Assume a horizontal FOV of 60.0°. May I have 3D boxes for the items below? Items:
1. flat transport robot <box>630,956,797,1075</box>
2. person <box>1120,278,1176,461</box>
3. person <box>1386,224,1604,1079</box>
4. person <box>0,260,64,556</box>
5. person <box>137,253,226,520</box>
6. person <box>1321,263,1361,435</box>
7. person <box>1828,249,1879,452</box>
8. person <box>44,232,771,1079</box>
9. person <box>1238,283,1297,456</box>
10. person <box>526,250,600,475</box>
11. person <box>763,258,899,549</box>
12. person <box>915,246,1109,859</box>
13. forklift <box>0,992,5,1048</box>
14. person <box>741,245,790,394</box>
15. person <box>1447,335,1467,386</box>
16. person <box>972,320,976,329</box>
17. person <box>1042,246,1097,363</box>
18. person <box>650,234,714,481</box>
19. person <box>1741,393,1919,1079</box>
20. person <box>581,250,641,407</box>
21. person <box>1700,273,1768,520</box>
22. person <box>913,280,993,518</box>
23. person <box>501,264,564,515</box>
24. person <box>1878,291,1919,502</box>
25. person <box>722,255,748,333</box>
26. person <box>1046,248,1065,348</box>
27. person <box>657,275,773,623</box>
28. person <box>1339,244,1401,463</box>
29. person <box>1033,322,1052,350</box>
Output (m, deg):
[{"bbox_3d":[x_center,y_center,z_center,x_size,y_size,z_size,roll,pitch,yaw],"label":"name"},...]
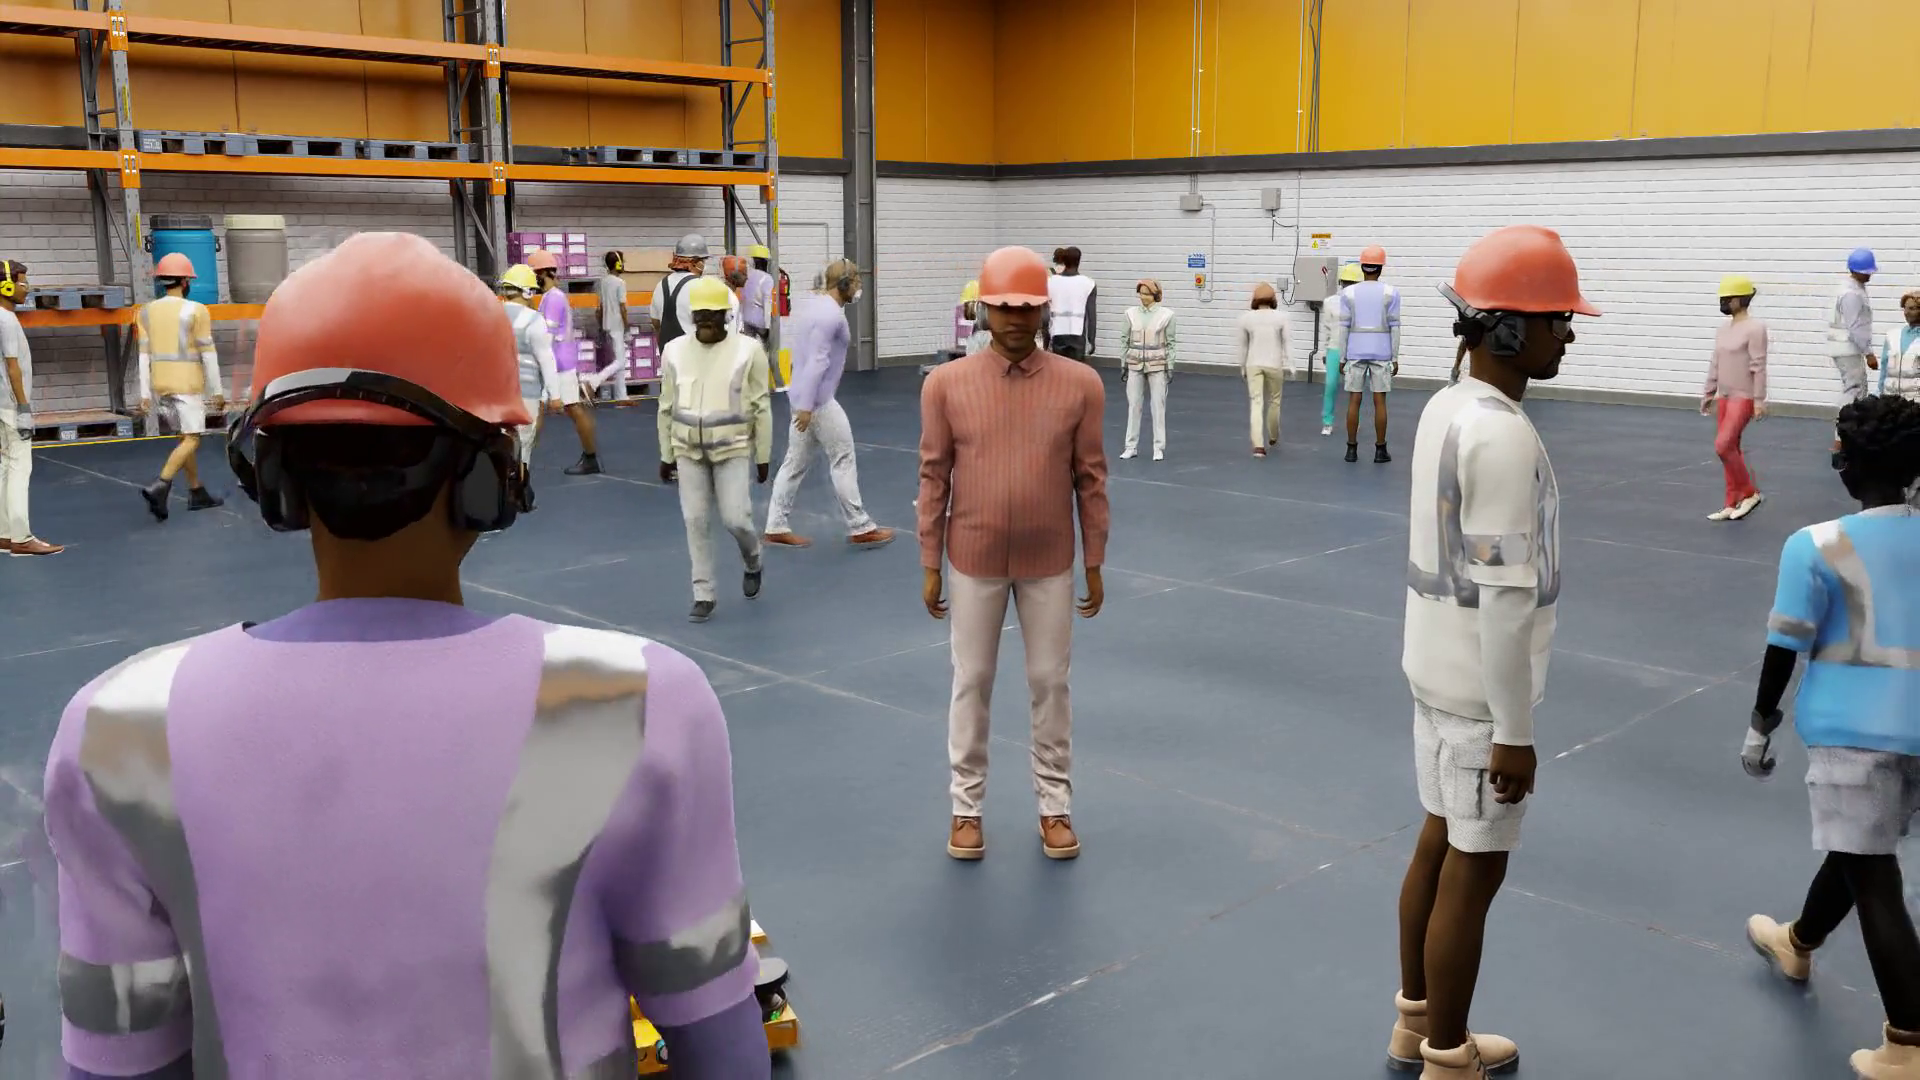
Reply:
[{"bbox_3d":[-0.972,1.059,4.599,0.652,0.197,1.431,-4,11,-22],"label":"flat transport robot"},{"bbox_3d":[1.691,-1.535,15.010,0.512,1.639,0.311,4,11,21],"label":"person"},{"bbox_3d":[1.202,0.323,3.775,0.373,2.042,0.614,1,10,4],"label":"person"},{"bbox_3d":[-5.997,-0.830,10.549,0.310,1.864,0.534,-10,14,-43],"label":"person"},{"bbox_3d":[-5.662,-1.108,11.961,0.555,1.904,0.865,2,11,13],"label":"person"},{"bbox_3d":[3.933,-1.928,16.884,0.531,1.741,0.520,4,11,22],"label":"person"},{"bbox_3d":[8.332,-1.757,15.533,0.424,1.901,0.669,5,12,27],"label":"person"},{"bbox_3d":[-0.499,0.720,1.688,0.634,2.021,0.659,1,10,4],"label":"person"},{"bbox_3d":[2.859,-1.584,15.441,0.563,1.566,0.897,3,11,13],"label":"person"},{"bbox_3d":[-3.506,-1.462,13.920,0.982,1.883,0.560,-5,11,-23],"label":"person"},{"bbox_3d":[-0.844,-0.860,10.722,0.967,1.871,0.658,-2,11,-13],"label":"person"},{"bbox_3d":[0.169,0.059,5.373,0.624,1.990,0.403,0,10,-2],"label":"person"},{"bbox_3d":[-3.245,0.323,3.363,2.313,2.155,1.214,2,11,13],"label":"forklift"},{"bbox_3d":[-2.493,-2.775,21.097,0.606,1.890,0.919,8,13,37],"label":"person"},{"bbox_3d":[4.144,-1.316,13.313,0.970,1.818,0.540,-6,12,-30],"label":"person"},{"bbox_3d":[0.266,-1.270,12.782,0.650,1.923,0.563,-9,14,-41],"label":"person"},{"bbox_3d":[1.164,-2.180,17.804,0.594,1.907,0.480,3,11,16],"label":"person"},{"bbox_3d":[-2.160,-1.478,13.606,0.688,2.000,0.536,9,14,40],"label":"person"},{"bbox_3d":[2.233,0.463,4.111,0.538,1.636,0.918,-2,10,-8],"label":"person"},{"bbox_3d":[-4.088,-2.447,19.397,0.728,1.856,0.508,-8,13,-37],"label":"person"},{"bbox_3d":[5.446,-0.993,11.718,0.385,1.749,0.553,-1,10,-5],"label":"person"},{"bbox_3d":[0.102,-0.973,11.779,0.903,1.691,0.504,-4,11,-20],"label":"person"},{"bbox_3d":[-3.175,-1.088,12.109,0.611,1.812,0.532,8,13,37],"label":"person"},{"bbox_3d":[6.932,-0.999,12.102,0.458,1.623,0.532,-4,11,-21],"label":"person"},{"bbox_3d":[-2.106,-1.601,14.789,0.473,1.851,0.595,-4,11,-20],"label":"person"},{"bbox_3d":[1.463,-3.401,24.665,0.509,1.842,0.350,1,10,4],"label":"person"},{"bbox_3d":[-1.293,-0.488,8.815,0.606,1.816,0.527,2,11,9],"label":"person"},{"bbox_3d":[3.647,-1.653,14.834,0.543,1.939,0.362,4,11,20],"label":"person"},{"bbox_3d":[0.911,-2.412,19.804,0.519,1.618,0.502,9,14,40],"label":"person"}]
